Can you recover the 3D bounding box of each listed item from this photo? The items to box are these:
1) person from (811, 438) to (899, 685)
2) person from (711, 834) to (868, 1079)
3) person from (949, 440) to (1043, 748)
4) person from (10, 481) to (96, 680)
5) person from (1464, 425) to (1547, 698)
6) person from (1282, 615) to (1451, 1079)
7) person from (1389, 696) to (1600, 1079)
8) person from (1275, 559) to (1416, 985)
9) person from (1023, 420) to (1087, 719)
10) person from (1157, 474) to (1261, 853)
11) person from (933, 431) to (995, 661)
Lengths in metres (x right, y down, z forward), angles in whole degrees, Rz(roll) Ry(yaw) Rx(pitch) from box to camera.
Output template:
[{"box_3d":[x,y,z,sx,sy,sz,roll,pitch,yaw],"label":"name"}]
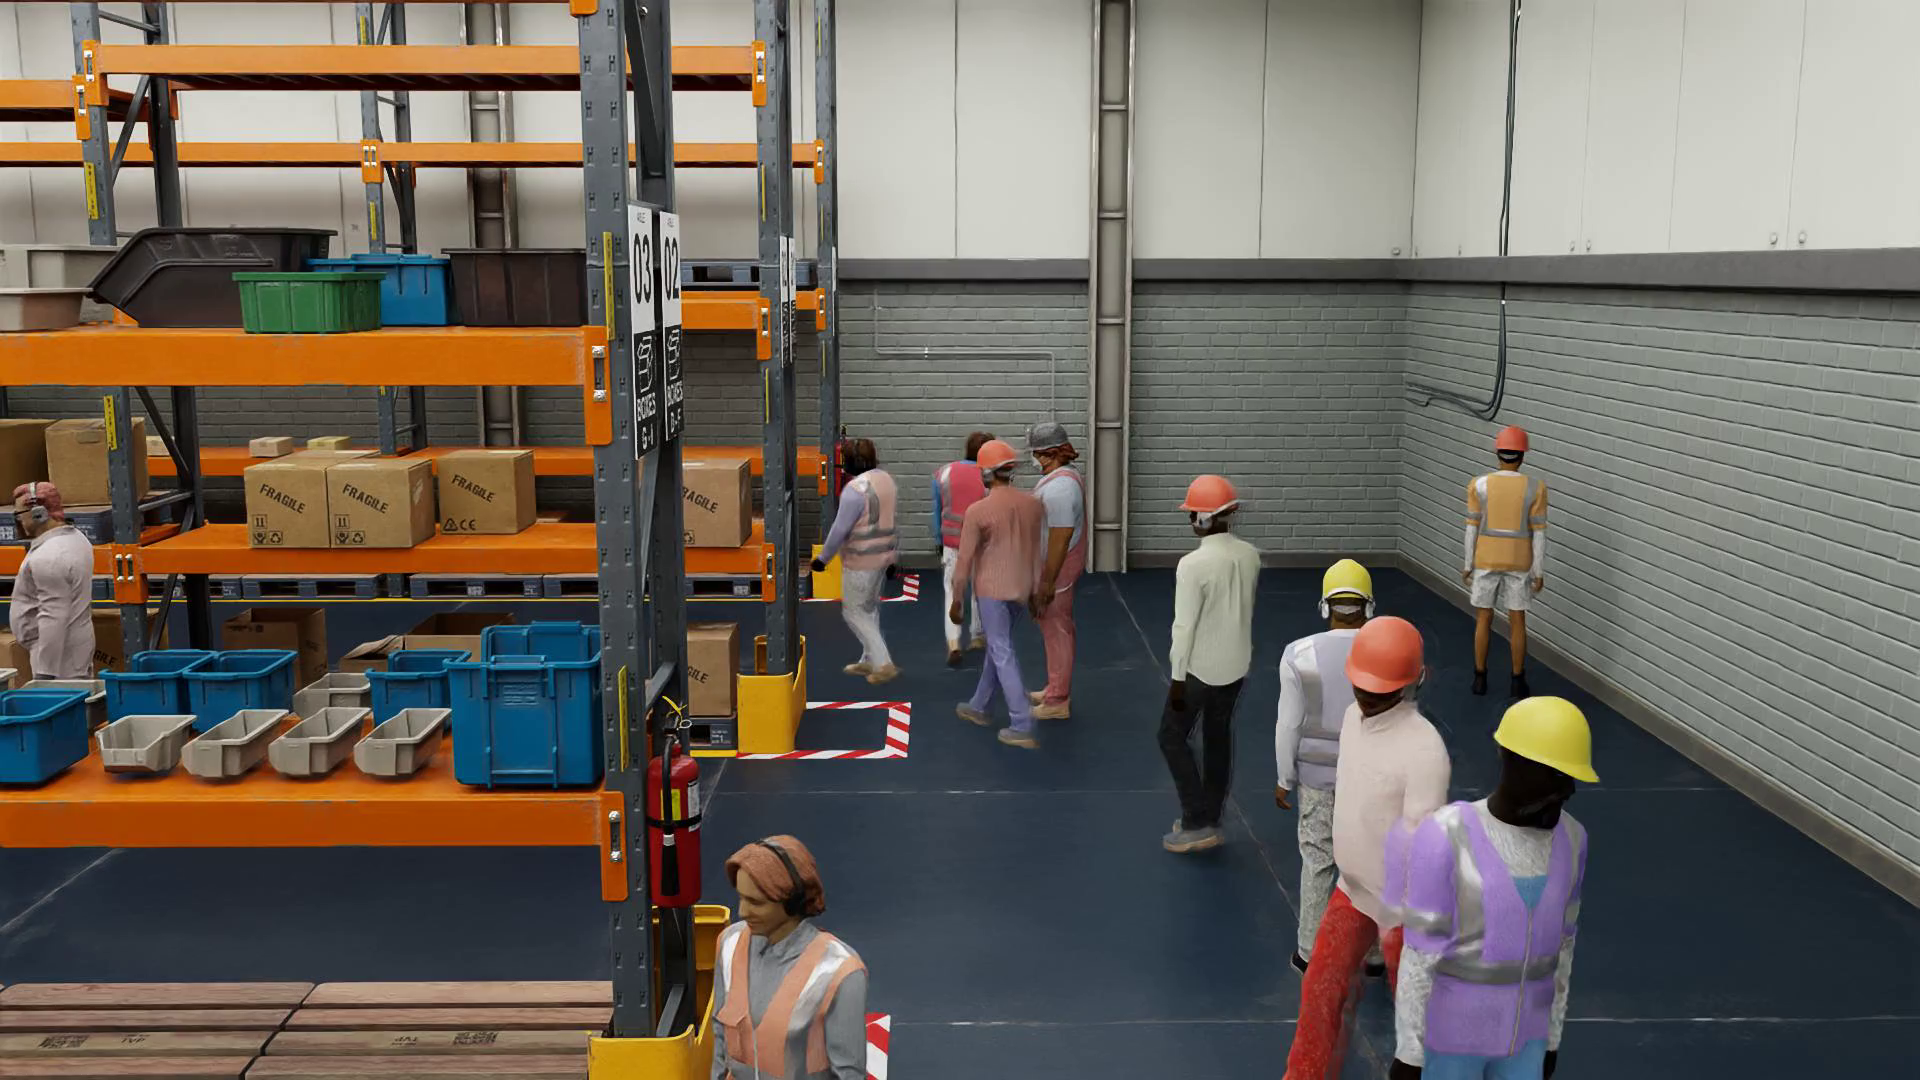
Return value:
[{"box_3d":[-0.690,0.160,12.137,0.615,1.815,0.639,4,10,23],"label":"person"},{"box_3d":[-0.427,1.537,4.259,0.527,1.630,0.314,7,12,38],"label":"person"},{"box_3d":[0.220,0.326,10.742,0.628,1.945,0.933,-8,12,-41],"label":"person"},{"box_3d":[-4.902,0.626,9.017,0.409,1.903,0.638,-3,10,-16],"label":"person"},{"box_3d":[3.865,0.153,11.809,0.551,1.933,0.378,4,10,22],"label":"person"},{"box_3d":[1.460,1.176,5.584,1.016,1.933,0.645,-2,9,-12],"label":"person"},{"box_3d":[1.435,1.331,4.710,0.621,1.895,0.743,-3,10,-18],"label":"person"},{"box_3d":[1.625,0.987,7.045,0.588,1.822,0.403,1,9,5],"label":"person"},{"box_3d":[0.586,0.186,11.285,0.536,2.000,0.676,1,9,8],"label":"person"},{"box_3d":[1.280,0.643,8.642,0.641,1.988,0.464,-7,12,-39],"label":"person"},{"box_3d":[0.076,0.038,12.951,0.625,1.791,0.905,2,9,12],"label":"person"}]
